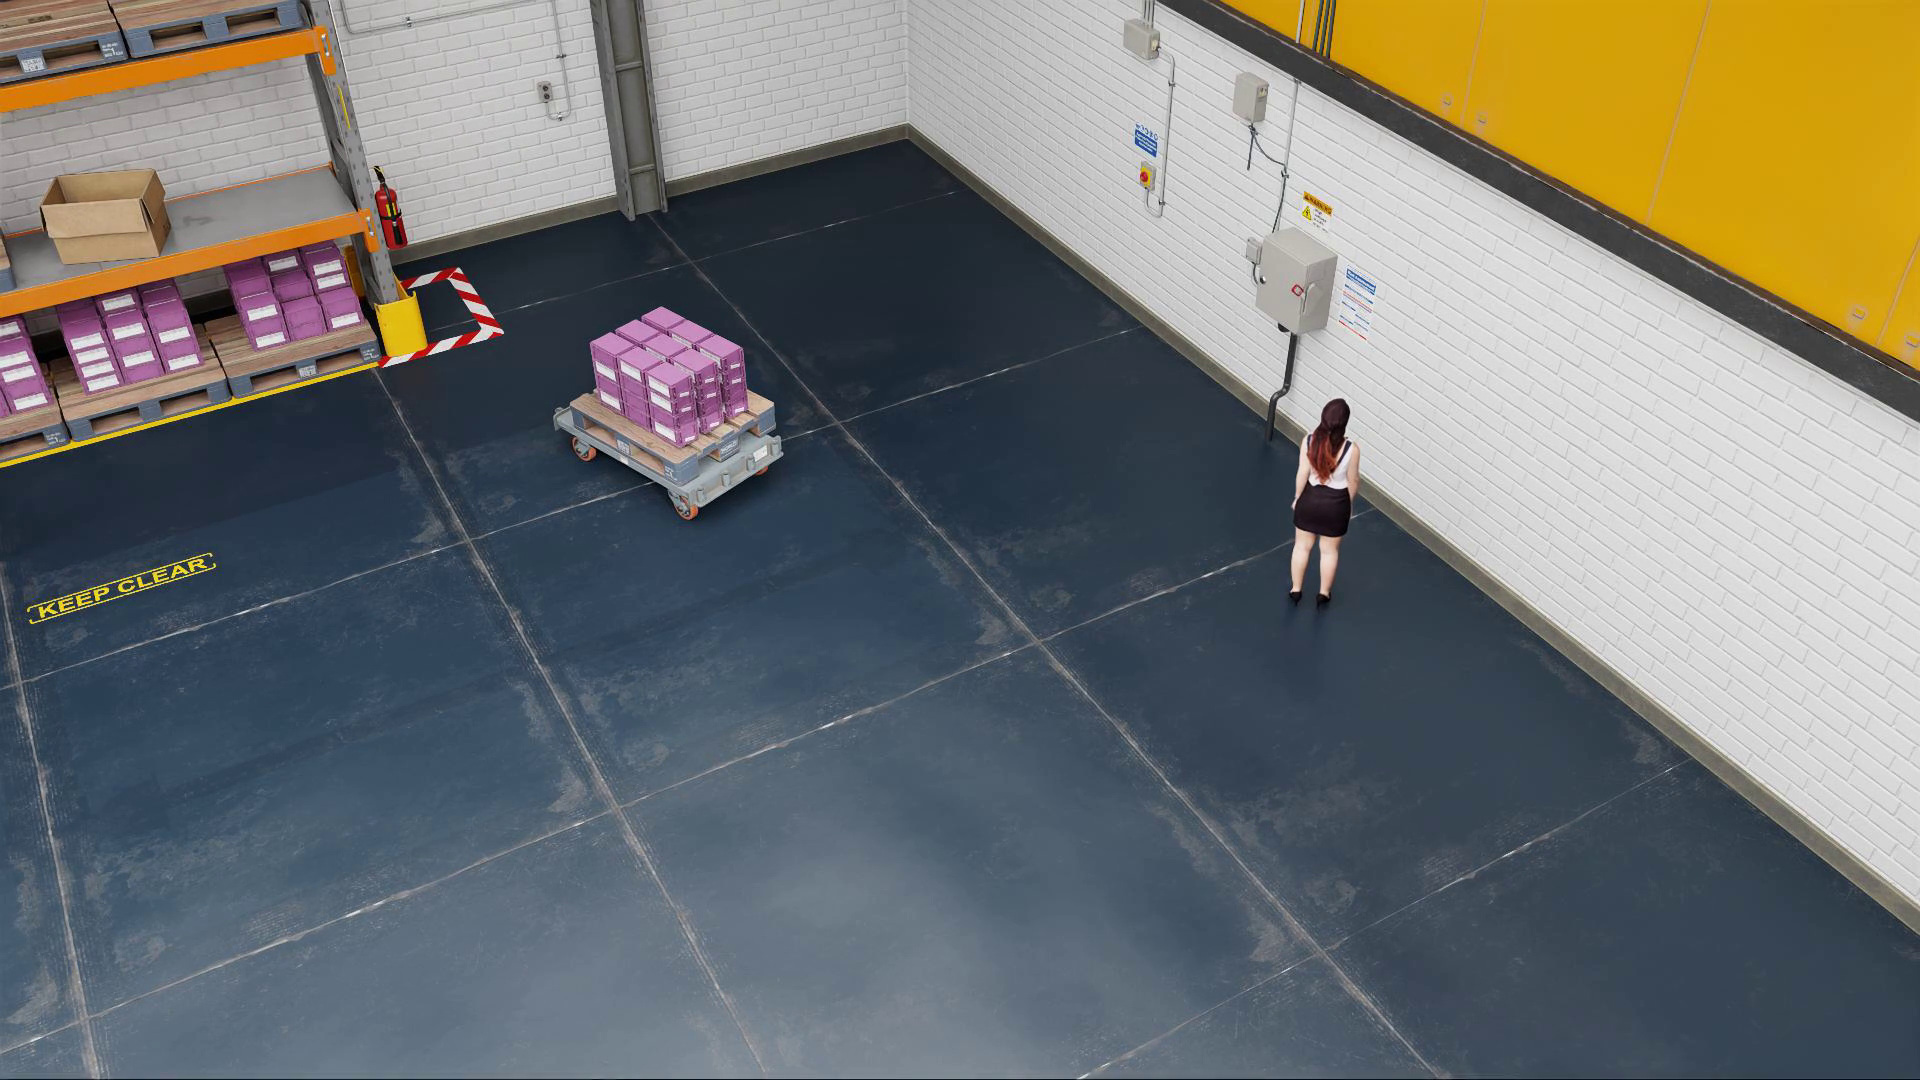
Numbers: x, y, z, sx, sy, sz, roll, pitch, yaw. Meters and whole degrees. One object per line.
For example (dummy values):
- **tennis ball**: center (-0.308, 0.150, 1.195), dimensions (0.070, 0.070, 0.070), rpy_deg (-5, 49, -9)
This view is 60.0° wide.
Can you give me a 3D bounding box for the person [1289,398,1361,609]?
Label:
- **person**: center (2.408, -0.231, 11.049), dimensions (0.635, 1.648, 0.691), rpy_deg (11, 40, 13)
